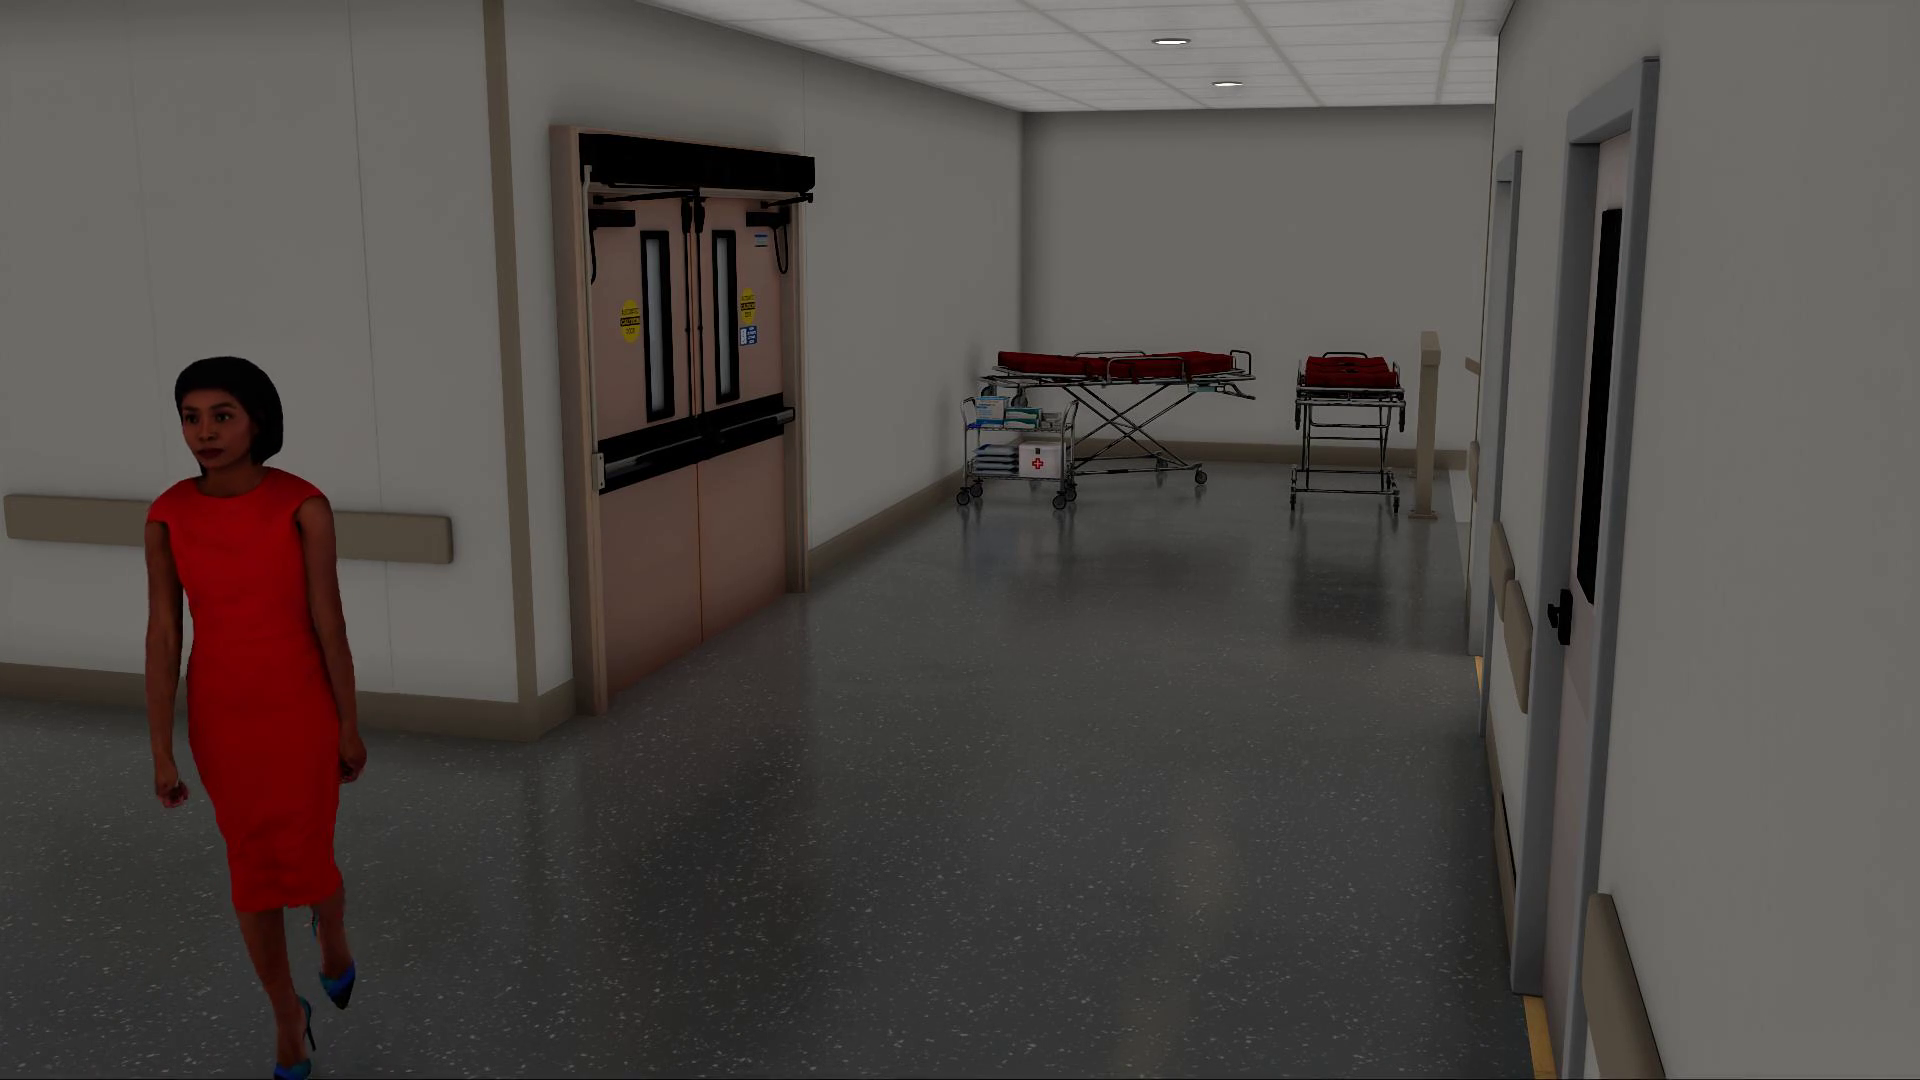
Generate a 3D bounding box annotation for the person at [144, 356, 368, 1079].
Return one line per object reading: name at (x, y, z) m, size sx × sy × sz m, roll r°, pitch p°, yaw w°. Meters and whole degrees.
person at (-1.627, 0.430, 3.956) m, size 0.737 × 1.733 × 0.812 m, roll -2°, pitch 11°, yaw -8°
